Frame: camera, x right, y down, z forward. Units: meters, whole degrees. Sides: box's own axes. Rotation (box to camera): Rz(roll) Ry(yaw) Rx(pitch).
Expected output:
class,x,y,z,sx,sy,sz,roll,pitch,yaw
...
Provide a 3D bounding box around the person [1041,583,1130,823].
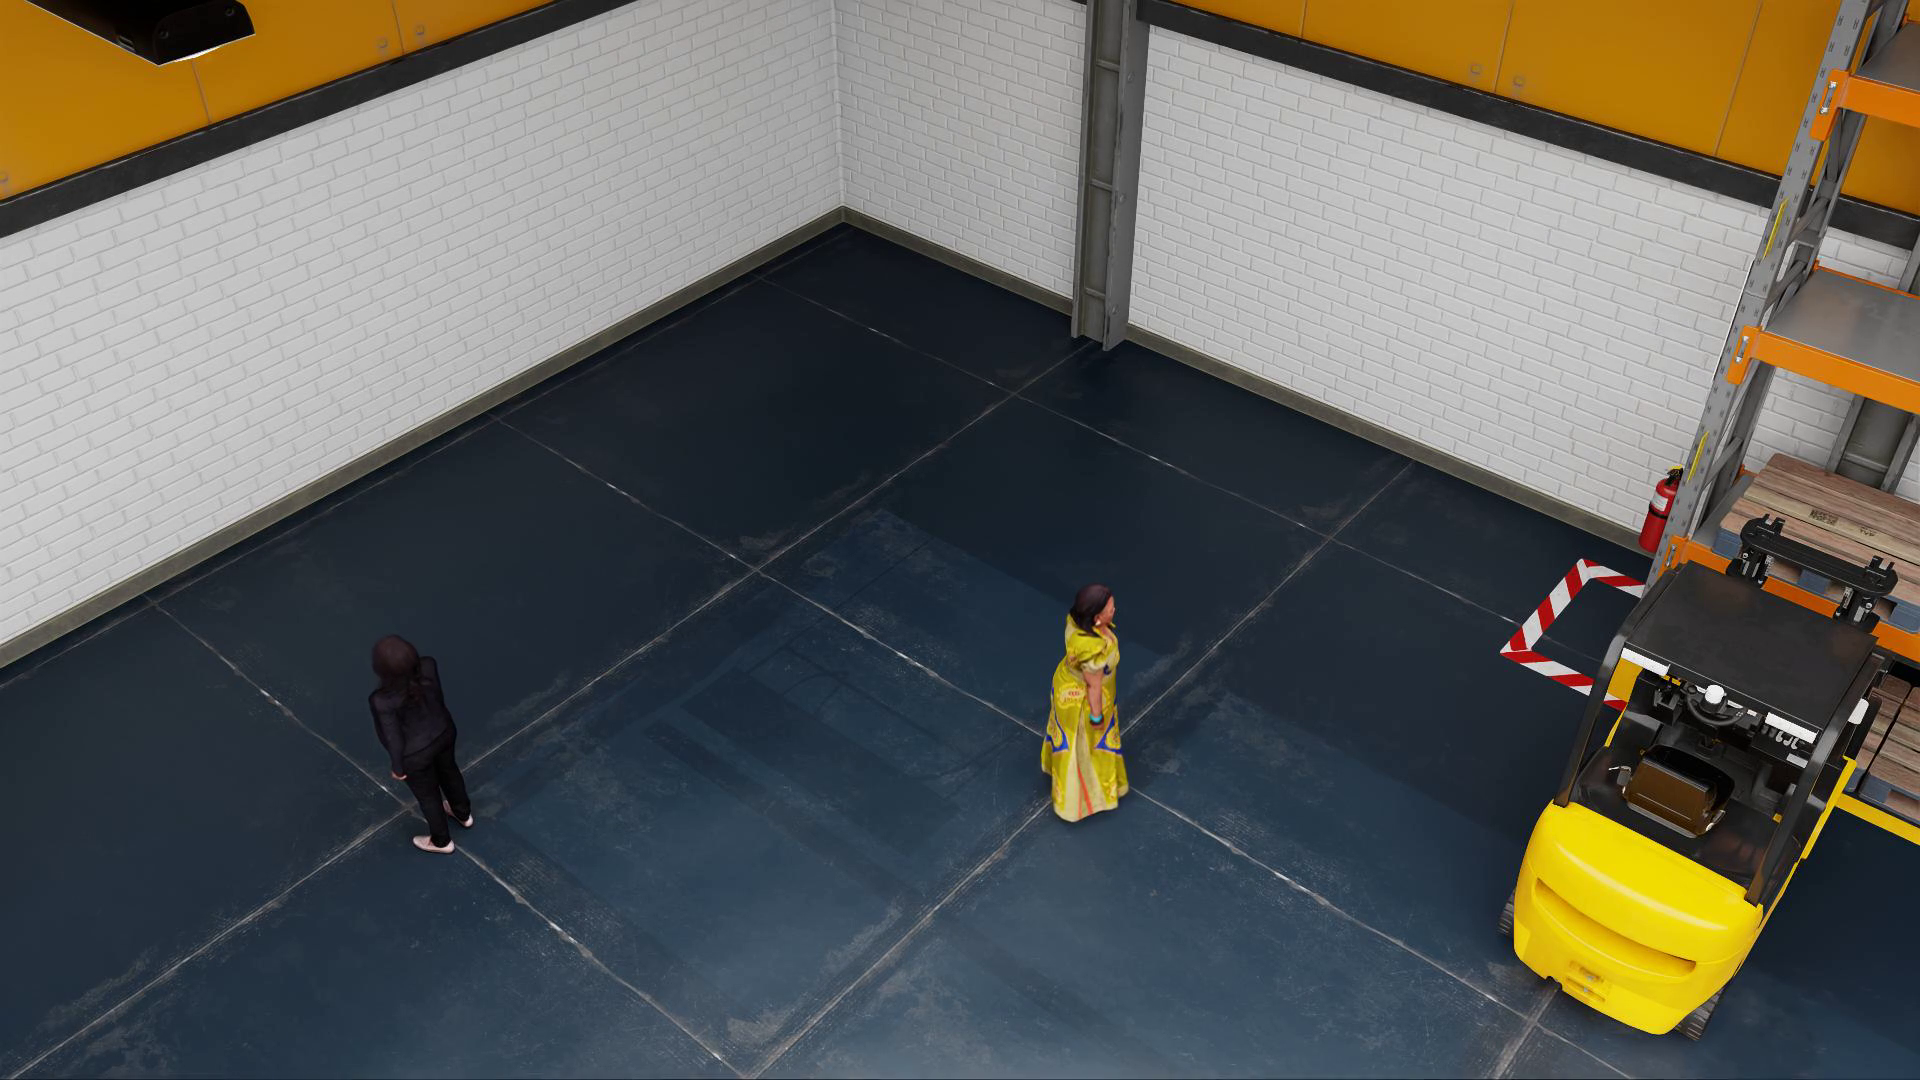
class,x,y,z,sx,sy,sz,roll,pitch,yaw
person,0.734,0.920,9.845,1.061,1.654,1.003,-3,39,-4

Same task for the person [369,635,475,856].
class,x,y,z,sx,sy,sz,roll,pitch,yaw
person,-3.094,1.159,9.577,0.725,1.615,0.720,14,41,17
